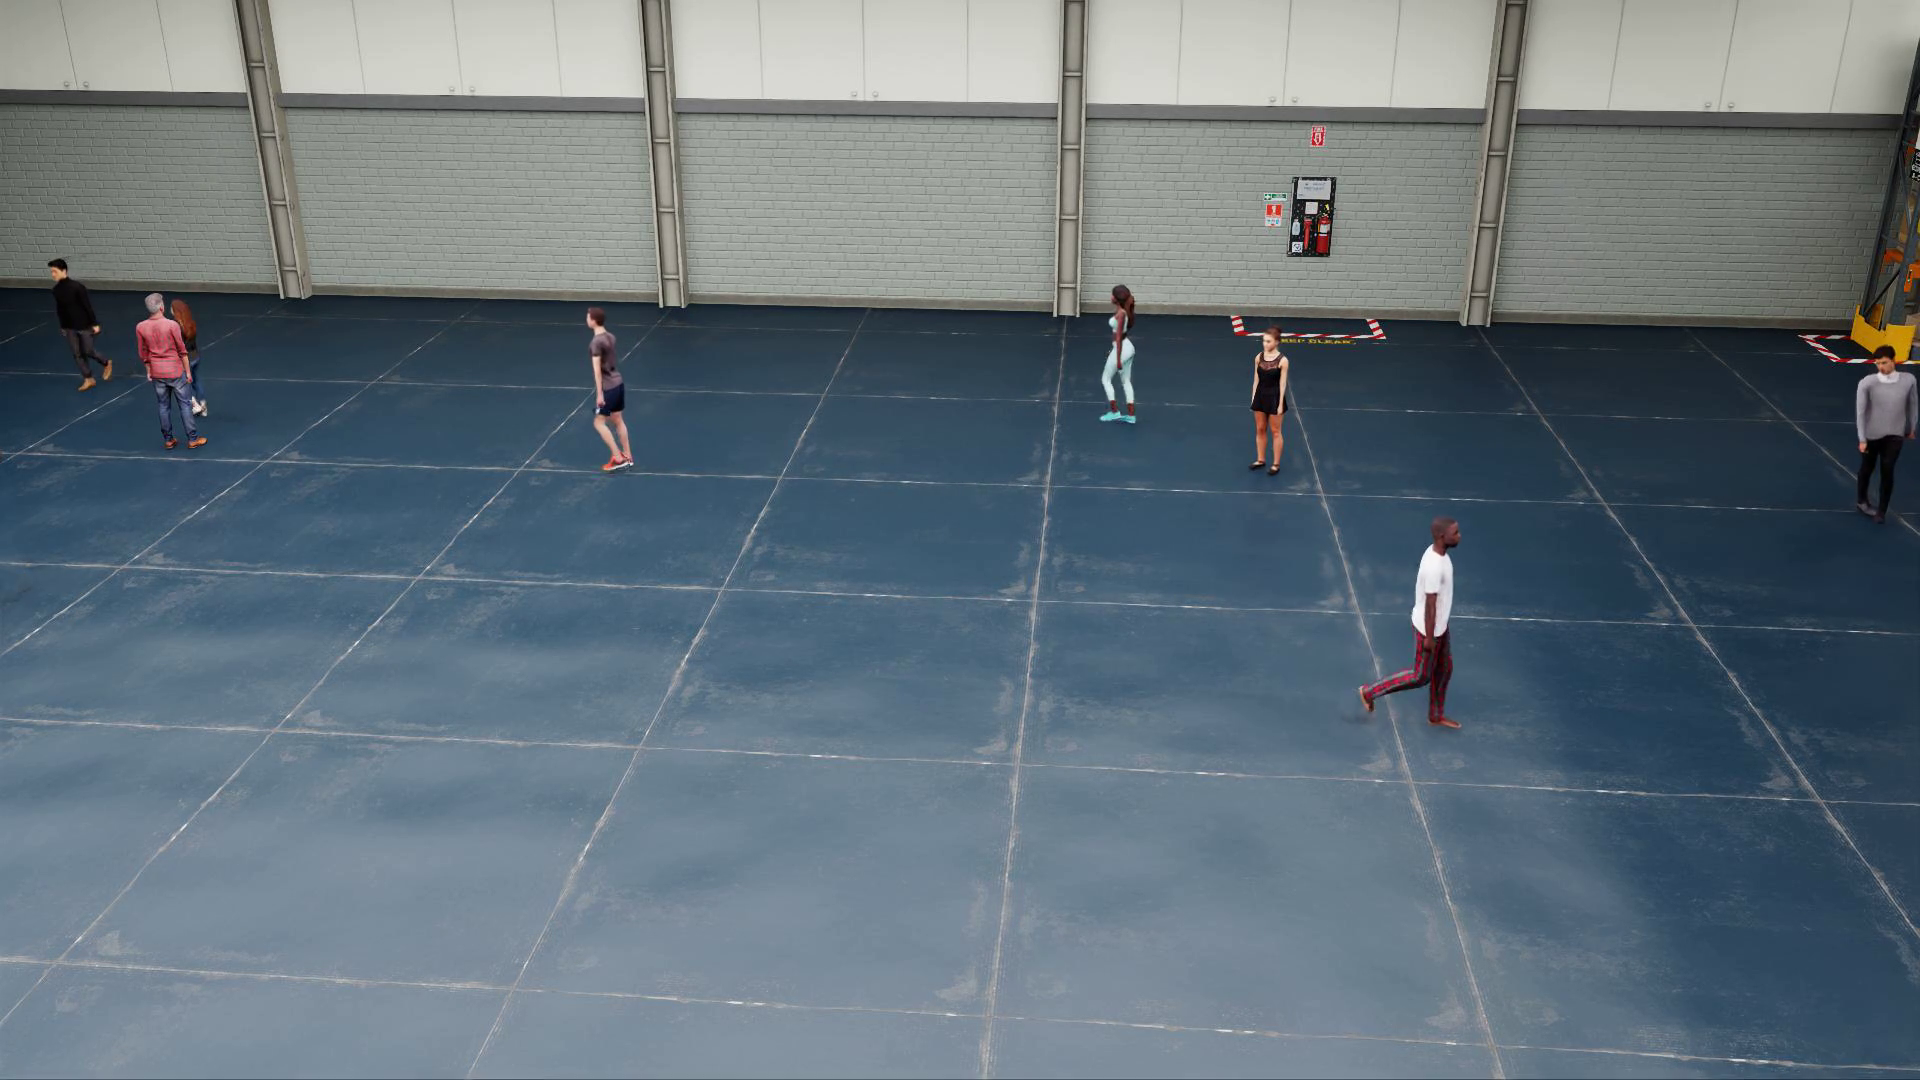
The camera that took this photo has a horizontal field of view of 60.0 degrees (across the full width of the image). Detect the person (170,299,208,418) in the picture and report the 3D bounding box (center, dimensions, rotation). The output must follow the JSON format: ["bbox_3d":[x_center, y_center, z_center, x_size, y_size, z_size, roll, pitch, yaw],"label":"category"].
[{"bbox_3d":[-9.366,-2.202,20.295,0.565,1.468,0.591,4,23,9],"label":"person"}]

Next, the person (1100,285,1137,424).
[{"bbox_3d":[2.023,-2.215,20.020,0.733,1.707,0.672,10,25,22],"label":"person"}]

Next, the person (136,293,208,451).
[{"bbox_3d":[-9.165,-1.953,19.245,0.520,1.831,0.769,-1,23,-1],"label":"person"}]

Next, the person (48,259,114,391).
[{"bbox_3d":[-11.267,-2.790,21.374,0.787,1.705,0.816,7,24,16],"label":"person"}]

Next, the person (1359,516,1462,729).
[{"bbox_3d":[3.617,0.662,13.120,1.118,1.812,0.844,8,24,18],"label":"person"}]

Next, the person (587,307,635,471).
[{"bbox_3d":[-3.905,-1.682,18.605,0.713,1.833,0.717,5,24,12],"label":"person"}]

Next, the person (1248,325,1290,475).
[{"bbox_3d":[3.458,-1.568,18.535,0.670,1.679,0.749,19,30,38],"label":"person"}]

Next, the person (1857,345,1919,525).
[{"bbox_3d":[9.568,-1.121,17.227,0.990,1.879,1.004,3,23,7],"label":"person"}]
